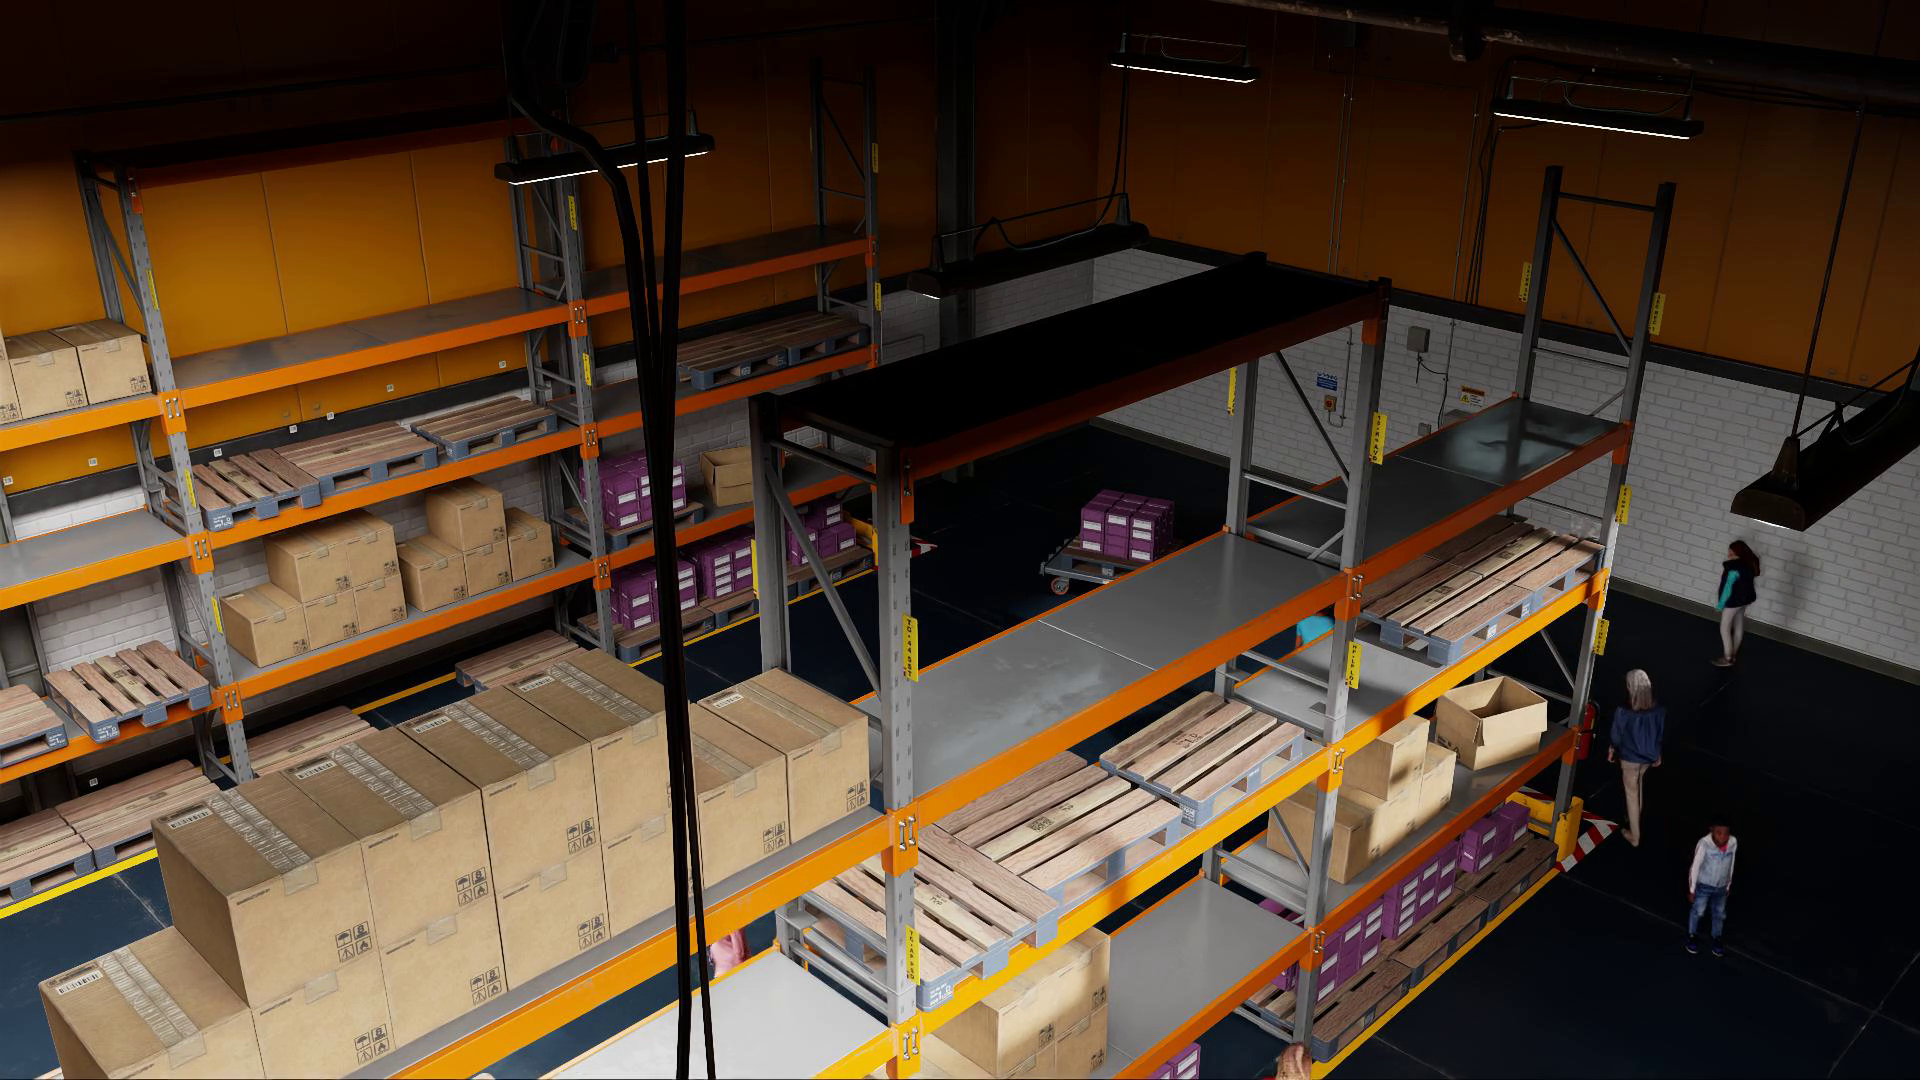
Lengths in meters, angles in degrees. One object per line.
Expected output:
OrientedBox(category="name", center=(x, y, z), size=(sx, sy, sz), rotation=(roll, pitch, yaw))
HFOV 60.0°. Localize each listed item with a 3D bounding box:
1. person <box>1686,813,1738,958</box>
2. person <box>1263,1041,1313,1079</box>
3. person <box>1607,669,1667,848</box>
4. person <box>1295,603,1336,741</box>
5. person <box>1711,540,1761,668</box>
OrientedBox(category="person", center=(6.099, 2.748, 13.522), size=(0.634, 1.253, 0.689), rotation=(2, 24, 4))
OrientedBox(category="person", center=(1.991, 3.896, 10.341), size=(0.628, 1.696, 0.670), rotation=(20, 31, 38))
OrientedBox(category="person", center=(6.042, 1.979, 14.755), size=(0.766, 1.674, 0.841), rotation=(-2, 24, -5))
OrientedBox(category="person", center=(3.443, 1.334, 16.151), size=(0.685, 1.739, 1.137), rotation=(16, 28, 32))
OrientedBox(category="person", center=(8.458, 0.652, 18.040), size=(0.530, 1.474, 0.735), rotation=(-12, 26, -26))
